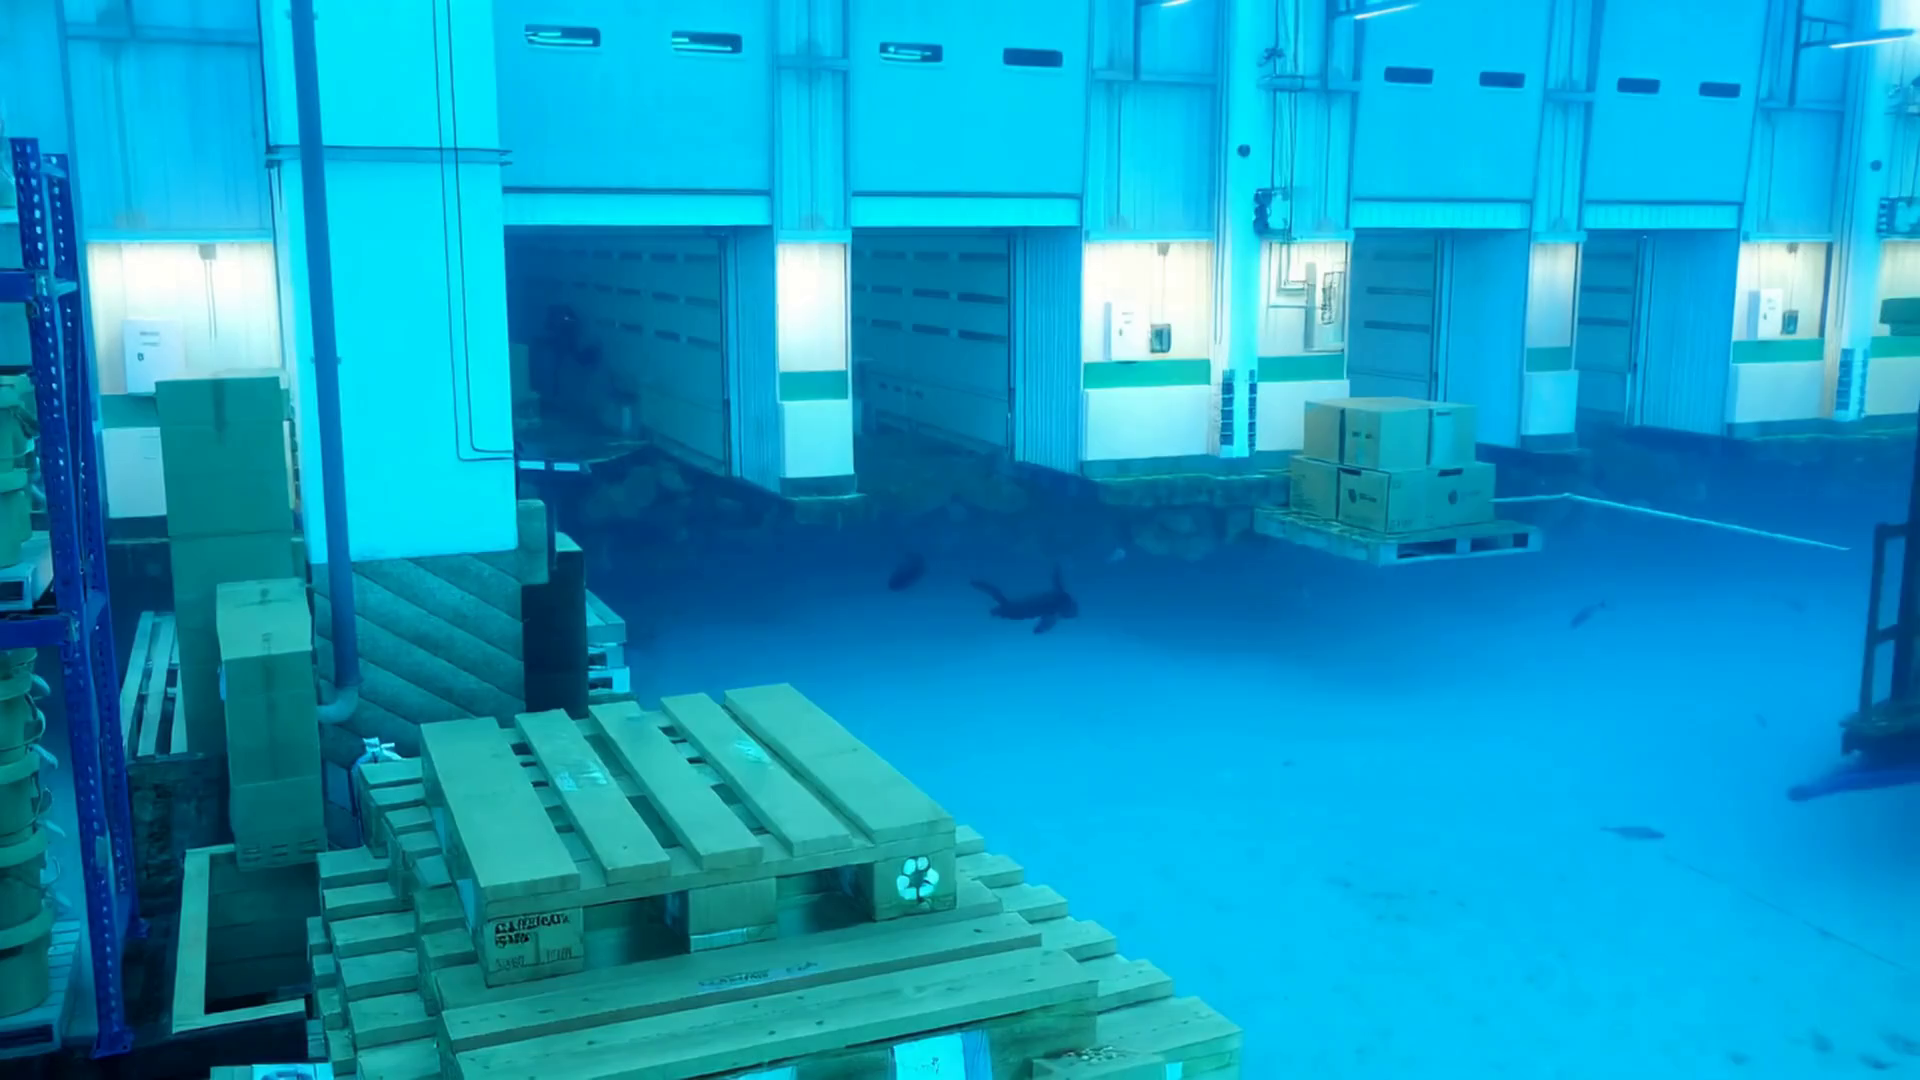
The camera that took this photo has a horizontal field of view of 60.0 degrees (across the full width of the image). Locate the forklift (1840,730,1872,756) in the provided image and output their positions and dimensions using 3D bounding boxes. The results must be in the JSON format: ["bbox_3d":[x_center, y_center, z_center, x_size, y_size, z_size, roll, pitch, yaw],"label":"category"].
[{"bbox_3d":[5.669,-0.263,8.633,1.873,2.768,1.129,-9,13,-40],"label":"forklift"}]
